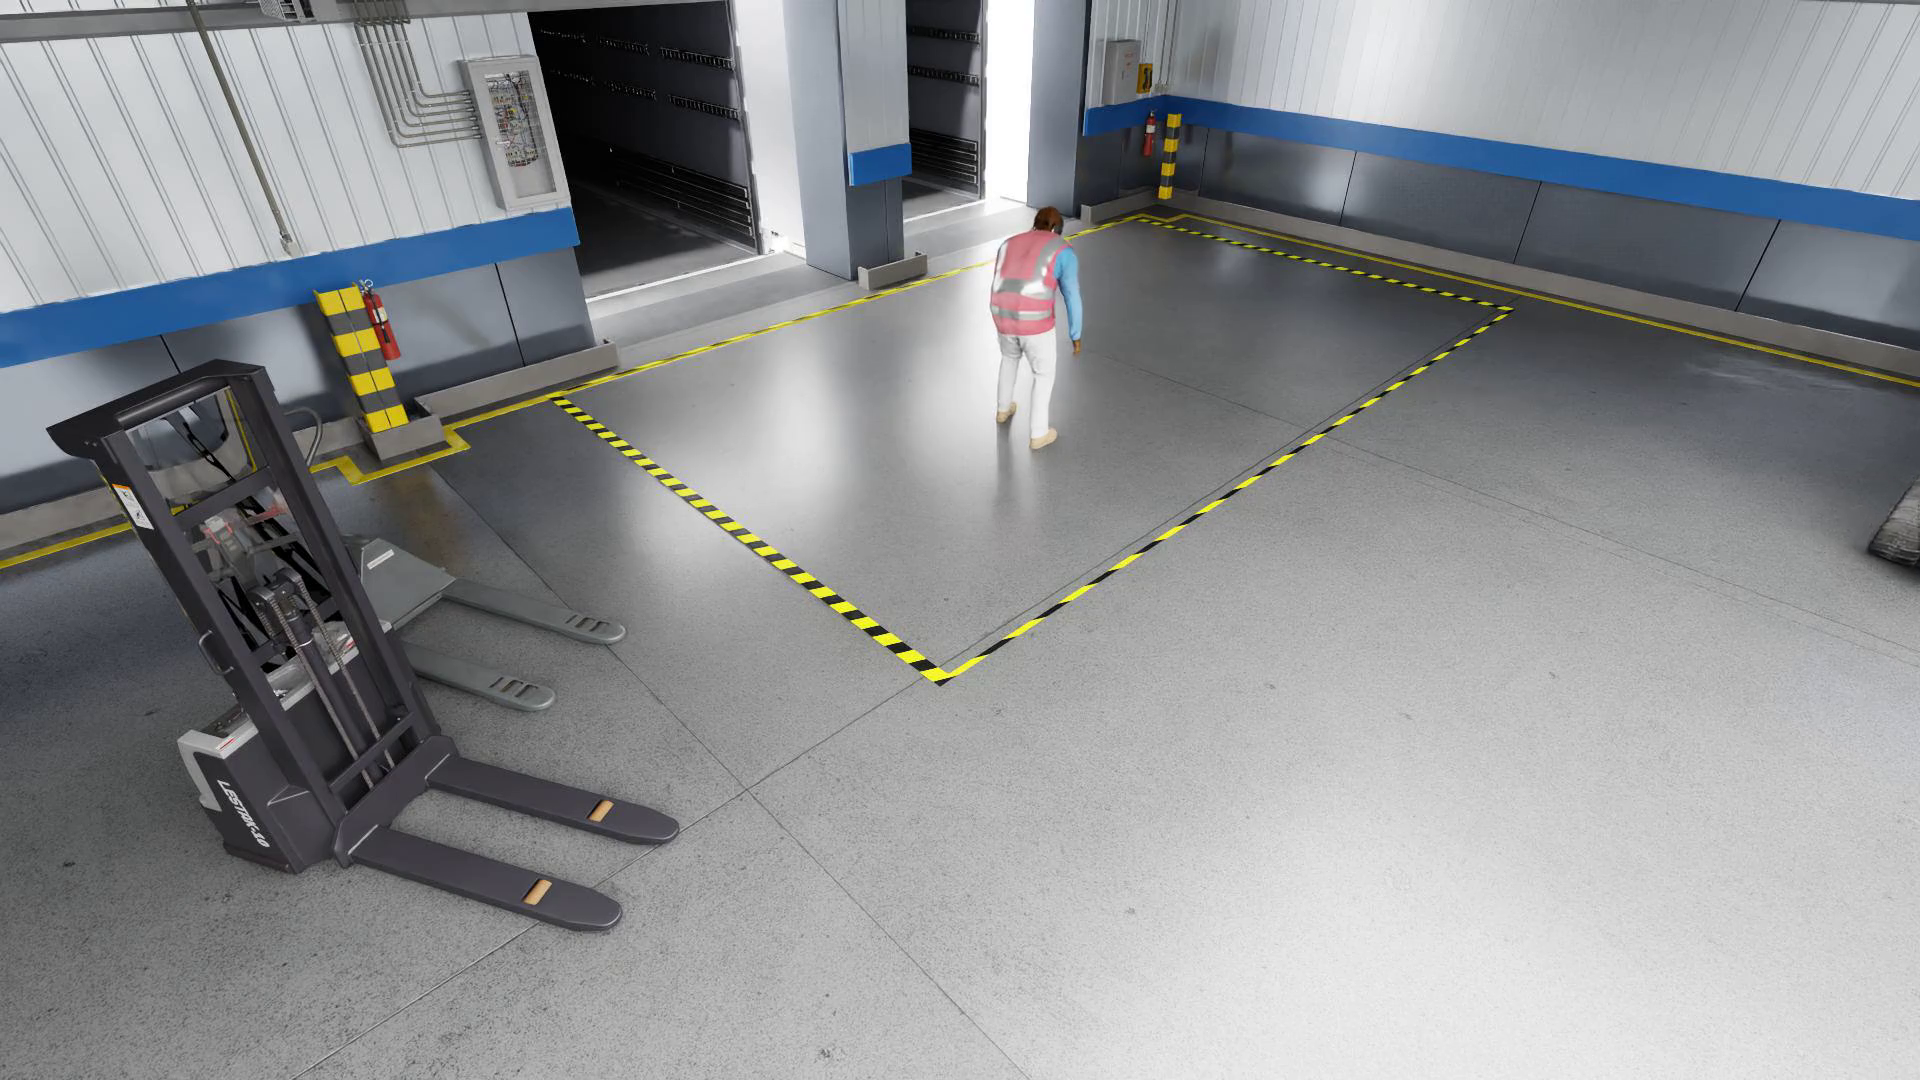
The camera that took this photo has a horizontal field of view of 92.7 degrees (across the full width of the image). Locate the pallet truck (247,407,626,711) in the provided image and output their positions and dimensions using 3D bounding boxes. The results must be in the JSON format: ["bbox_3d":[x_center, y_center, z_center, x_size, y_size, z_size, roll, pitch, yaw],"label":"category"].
[{"bbox_3d":[-2.628,0.038,4.590,1.601,1.201,0.680,12,36,18],"label":"pallet truck"}]

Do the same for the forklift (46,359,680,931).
[{"bbox_3d":[-2.135,0.422,3.354,1.885,1.965,0.823,10,35,14],"label":"forklift"}]

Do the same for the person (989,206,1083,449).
[{"bbox_3d":[0.574,-1.536,6.629,0.756,1.564,0.787,19,39,25],"label":"person"}]
